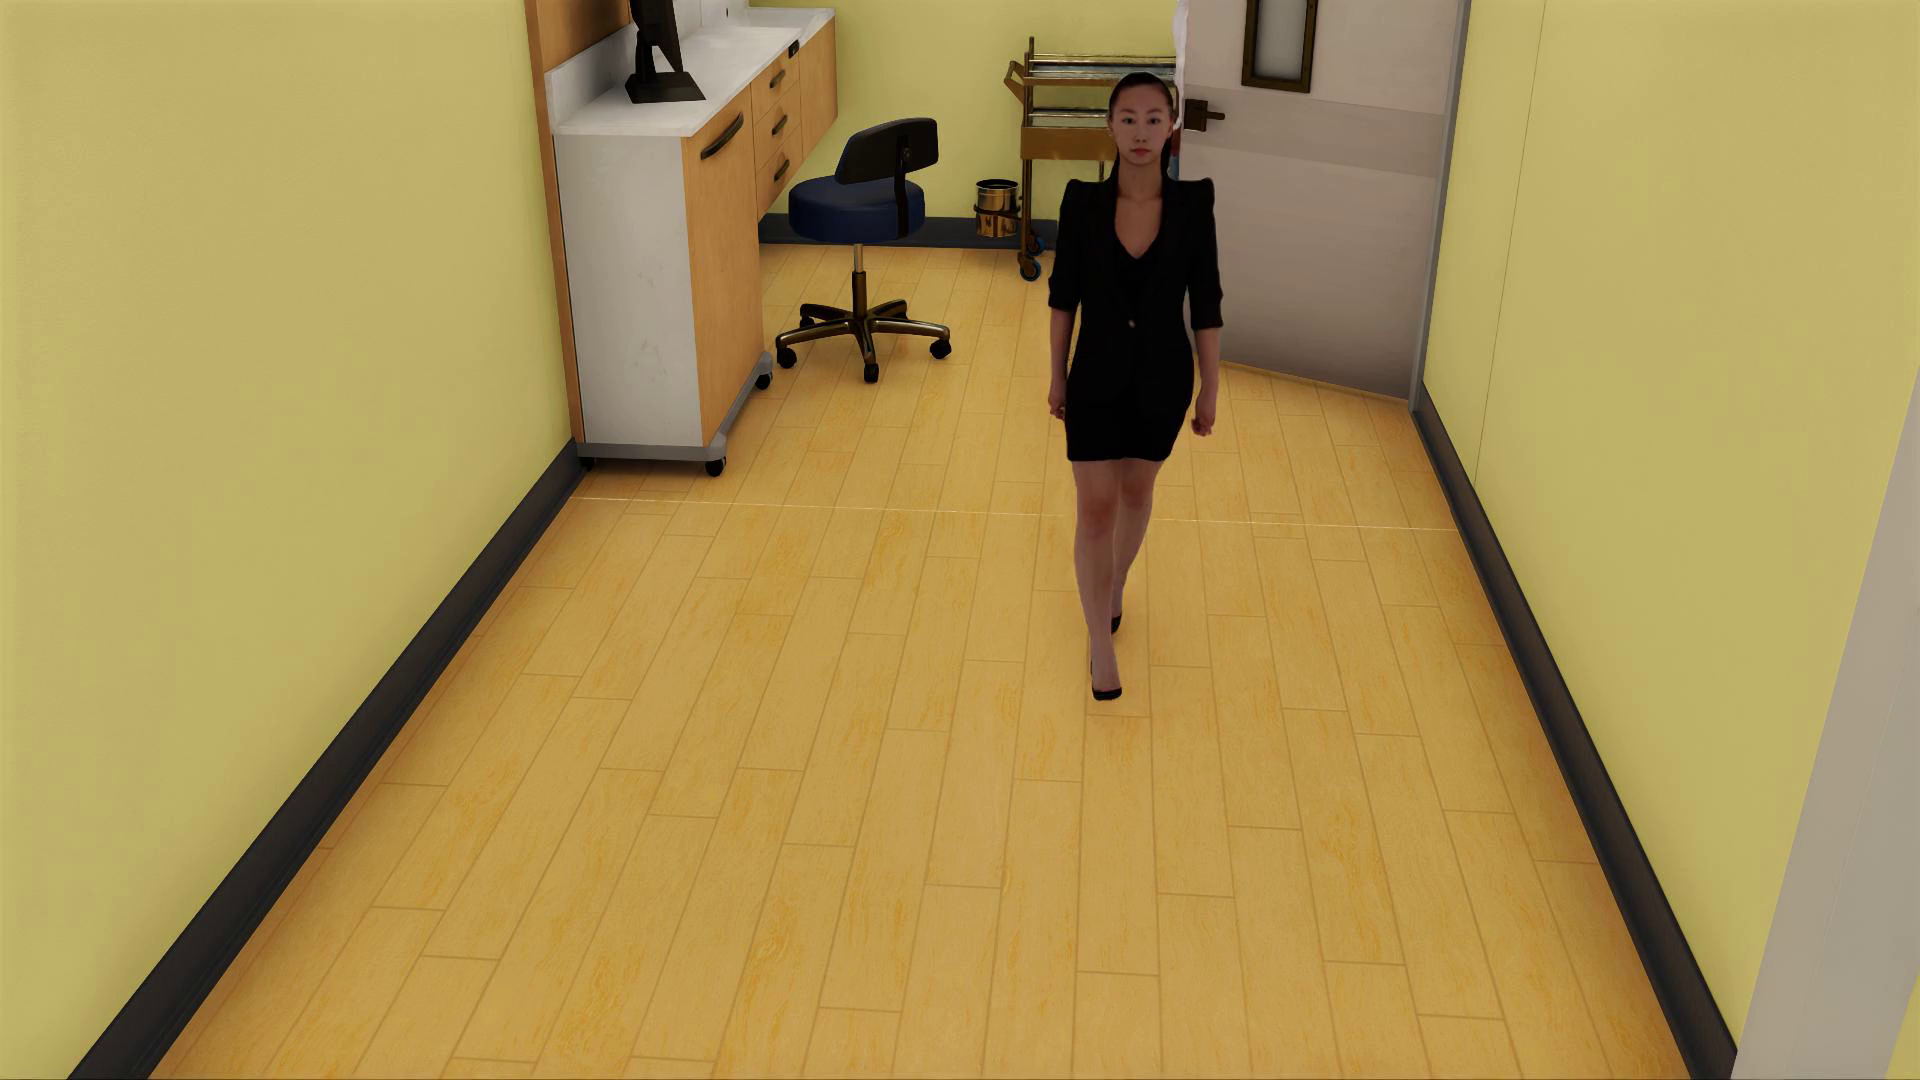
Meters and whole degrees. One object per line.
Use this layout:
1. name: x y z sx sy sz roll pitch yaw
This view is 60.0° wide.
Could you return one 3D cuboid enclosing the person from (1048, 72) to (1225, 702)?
1. person: 0.460 -0.438 4.626 0.923 1.664 0.727 0 26 0
